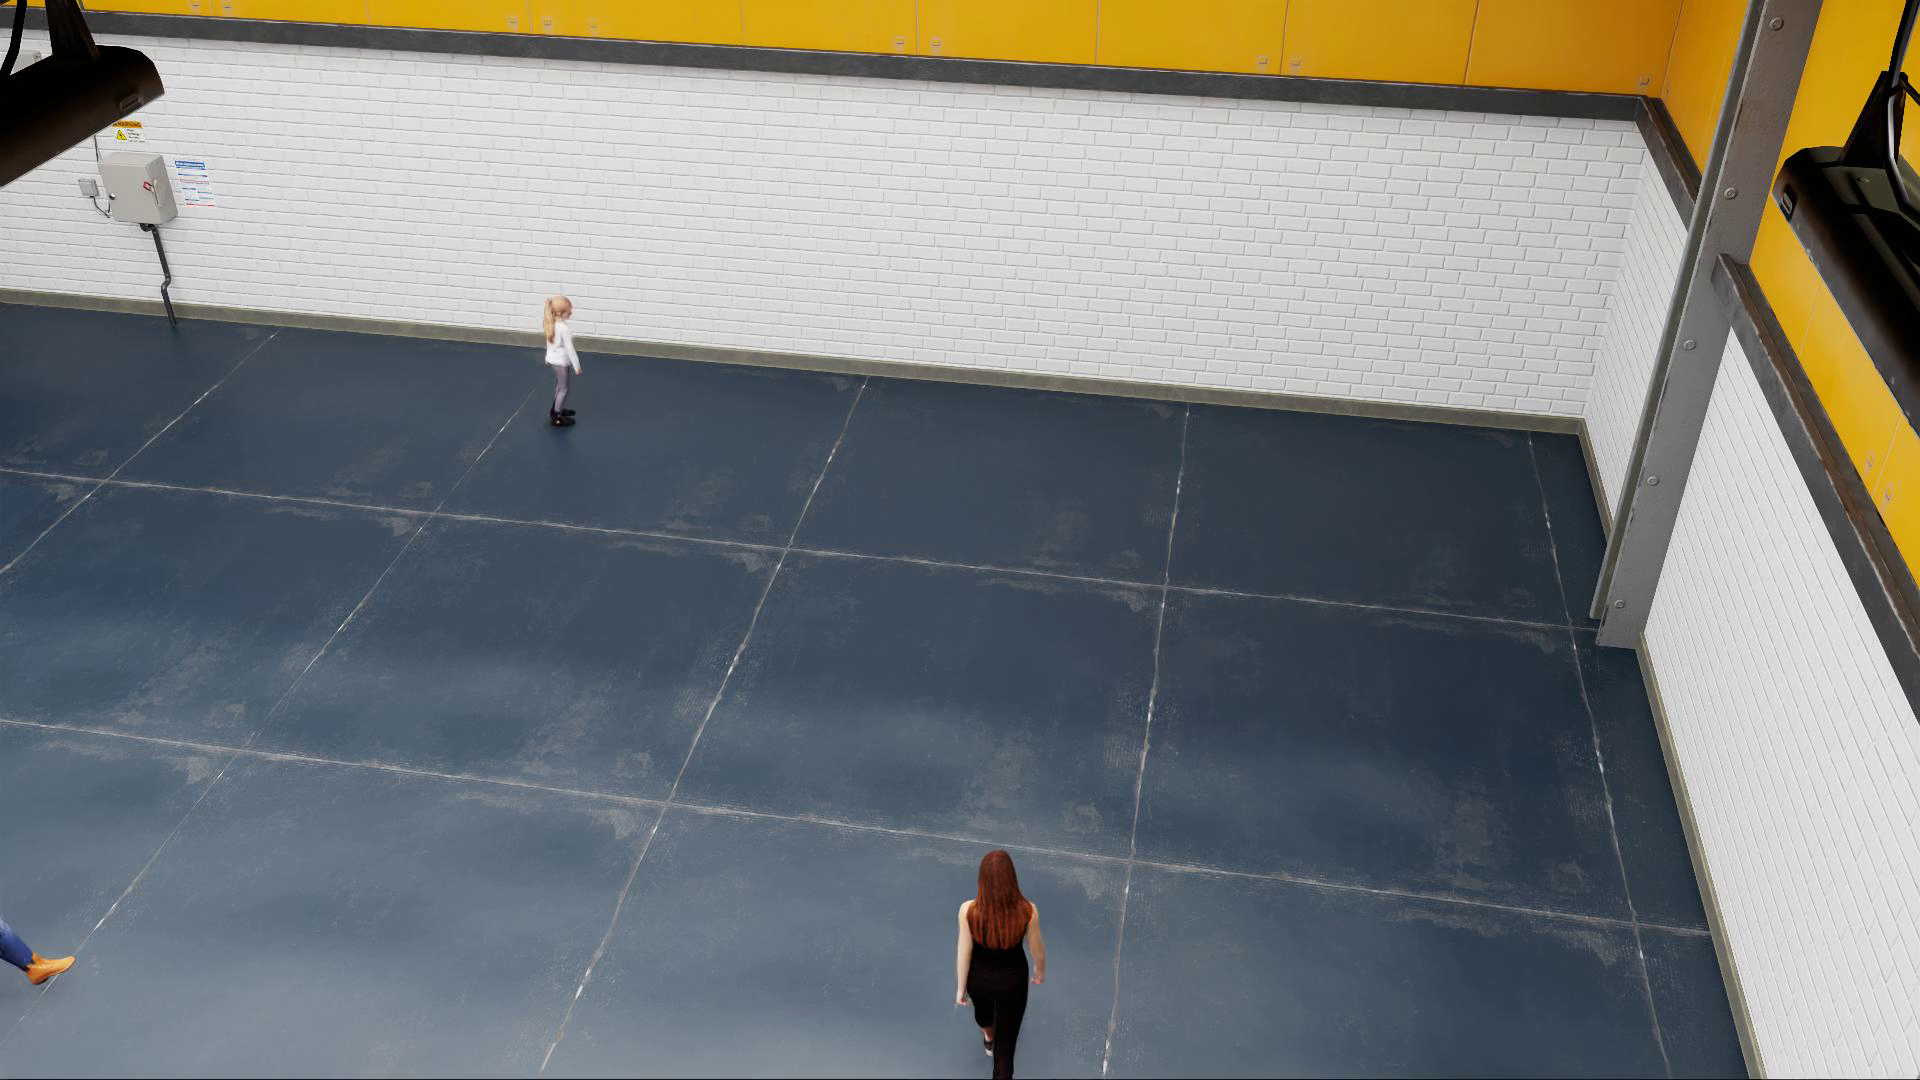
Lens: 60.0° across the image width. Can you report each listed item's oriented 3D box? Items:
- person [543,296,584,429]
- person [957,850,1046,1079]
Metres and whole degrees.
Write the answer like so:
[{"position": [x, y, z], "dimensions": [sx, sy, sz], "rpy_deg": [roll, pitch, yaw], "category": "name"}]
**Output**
[{"position": [-3.533, -1.546, 14.513], "dimensions": [0.620, 1.254, 0.679], "rpy_deg": [27, 42, 34], "category": "person"}, {"position": [0.177, 2.300, 8.340], "dimensions": [0.630, 1.683, 1.159], "rpy_deg": [3, 34, 5], "category": "person"}]
